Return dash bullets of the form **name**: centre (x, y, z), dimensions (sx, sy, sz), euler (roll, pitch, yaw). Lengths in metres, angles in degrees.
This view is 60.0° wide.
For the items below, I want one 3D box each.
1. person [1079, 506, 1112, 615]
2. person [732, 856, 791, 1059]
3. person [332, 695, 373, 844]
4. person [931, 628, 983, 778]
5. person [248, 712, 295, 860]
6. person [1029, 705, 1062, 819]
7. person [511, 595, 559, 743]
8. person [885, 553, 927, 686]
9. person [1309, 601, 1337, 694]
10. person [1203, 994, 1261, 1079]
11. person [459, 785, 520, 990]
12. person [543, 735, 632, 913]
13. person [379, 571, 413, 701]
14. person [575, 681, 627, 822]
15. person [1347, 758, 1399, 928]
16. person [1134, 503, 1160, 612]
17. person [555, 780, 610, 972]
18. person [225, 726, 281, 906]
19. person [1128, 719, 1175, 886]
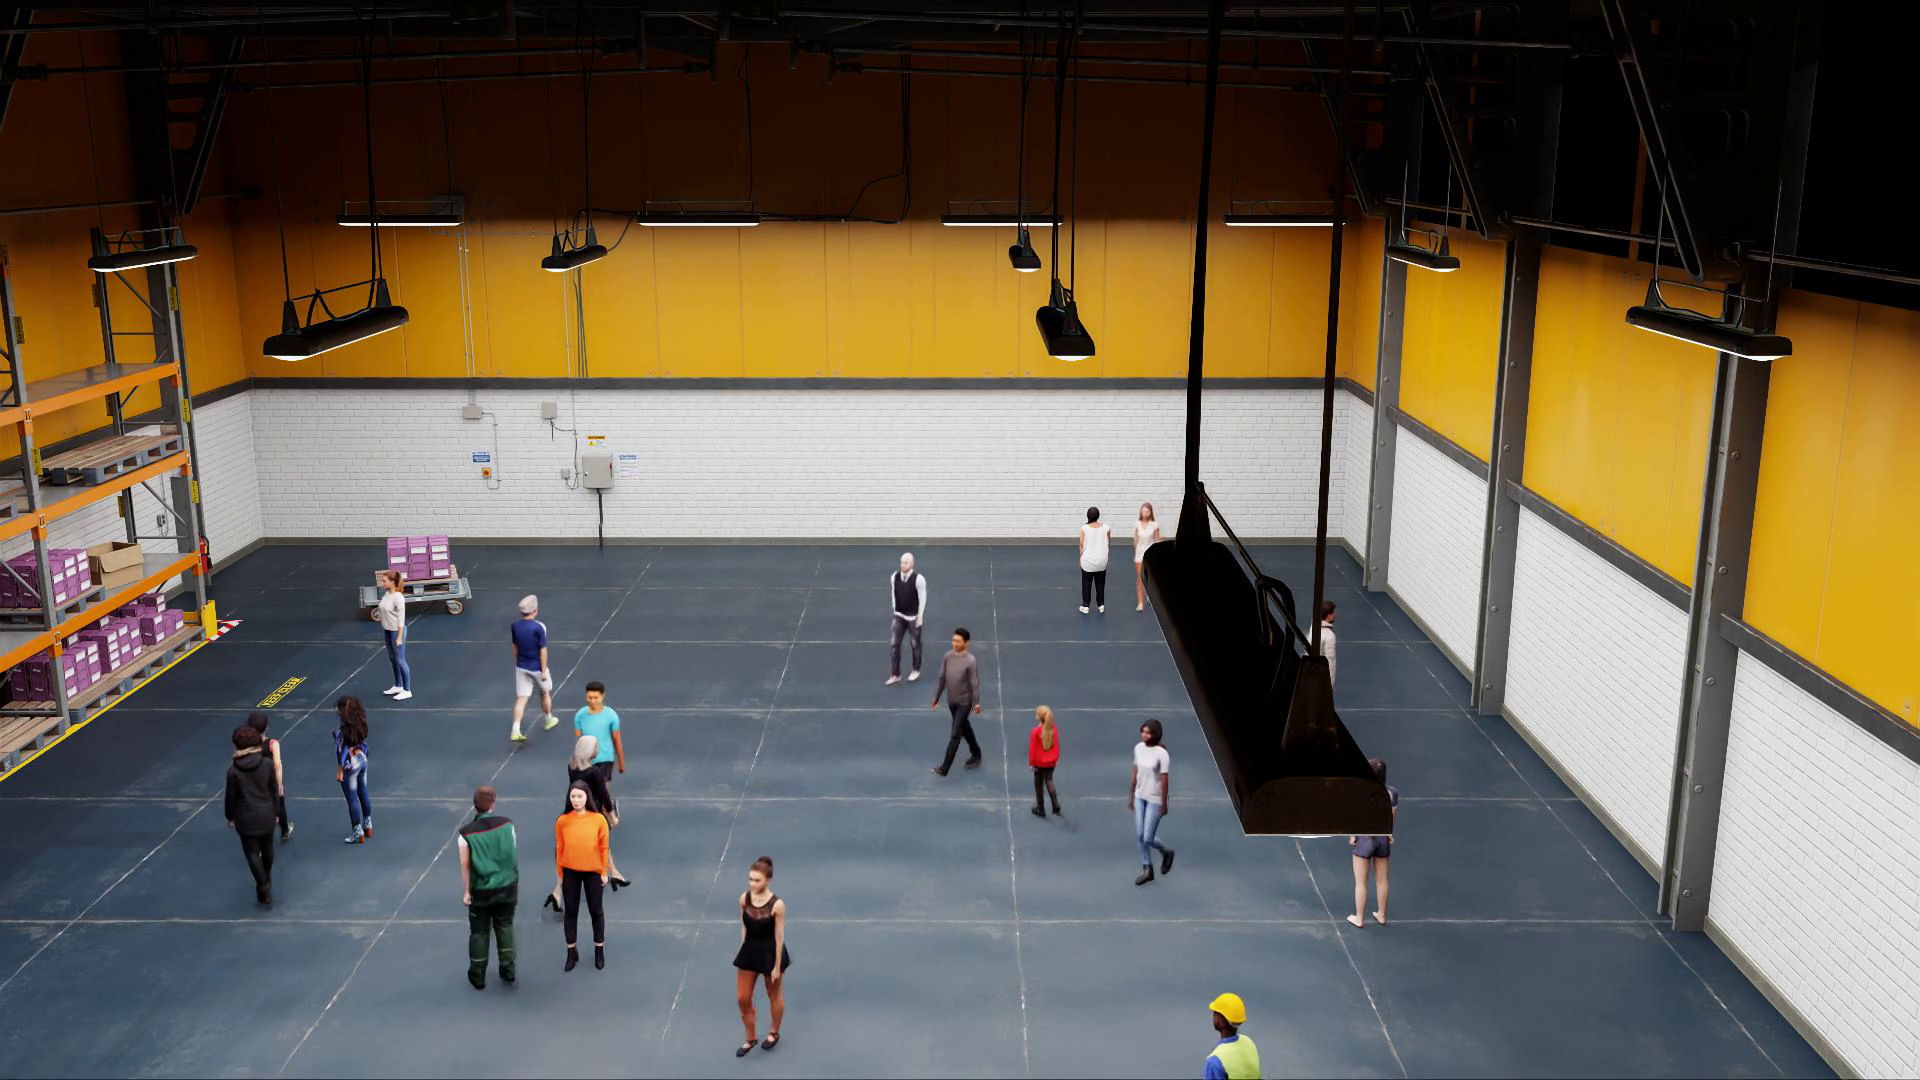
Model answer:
- **person**: centre (2.074, 0.295, 25.910), dimensions (0.702, 1.688, 0.663), euler (-3, 14, -11)
- **person**: centre (-1.543, 3.325, 13.451), dimensions (0.727, 1.662, 0.800), euler (6, 15, 24)
- **person**: centre (-6.370, 2.383, 17.444), dimensions (0.722, 1.614, 0.576), euler (4, 14, 15)
- **person**: centre (0.063, 1.872, 19.326), dimensions (1.183, 1.722, 1.131), euler (2, 14, 8)
- **person**: centre (-7.148, 2.539, 17.015), dimensions (0.607, 1.511, 1.007), euler (-1, 14, -5)
- **person**: centre (0.949, 2.418, 18.025), dimensions (0.637, 1.273, 0.718), euler (-7, 15, -27)
- **person**: centre (-5.276, 1.602, 20.278), dimensions (0.830, 1.798, 1.260), euler (3, 14, 13)
- **person**: centre (-0.652, 1.048, 22.565), dimensions (0.943, 1.798, 1.076), euler (6, 15, 24)
- **person**: centre (4.334, 1.621, 20.084), dimensions (0.777, 1.853, 0.613), euler (-4, 14, -15)
- **person**: centre (1.805, 3.874, 10.905), dimensions (1.013, 1.793, 0.976), euler (10, 17, 37)
- **person**: centre (-4.011, 3.020, 14.391), dimensions (0.779, 1.813, 0.826), euler (-9, 16, -32)
- **person**: centre (-3.599, 2.739, 15.820), dimensions (1.114, 1.686, 1.225), euler (11, 18, 39)
- **person**: centre (-7.446, 1.240, 21.940), dimensions (0.745, 1.719, 0.673), euler (-12, 18, -40)
- **person**: centre (-3.778, 2.303, 17.493), dimensions (0.735, 1.745, 1.128), euler (1, 14, 5)
- **person**: centre (3.865, 2.823, 15.550), dimensions (0.641, 1.651, 0.600), euler (-3, 14, -13)
- **person**: centre (2.965, 0.243, 26.179), dimensions (0.785, 1.661, 1.173), euler (4, 14, 15)
- **person**: centre (-3.352, 2.960, 14.773), dimensions (0.628, 1.748, 0.563), euler (-1, 14, -4)
- **person**: centre (-6.761, 2.667, 15.976), dimensions (0.959, 1.752, 1.073), euler (-10, 17, -35)
- **person**: centre (1.927, 2.571, 16.464), dimensions (0.835, 1.708, 0.780), euler (-12, 18, -40)
